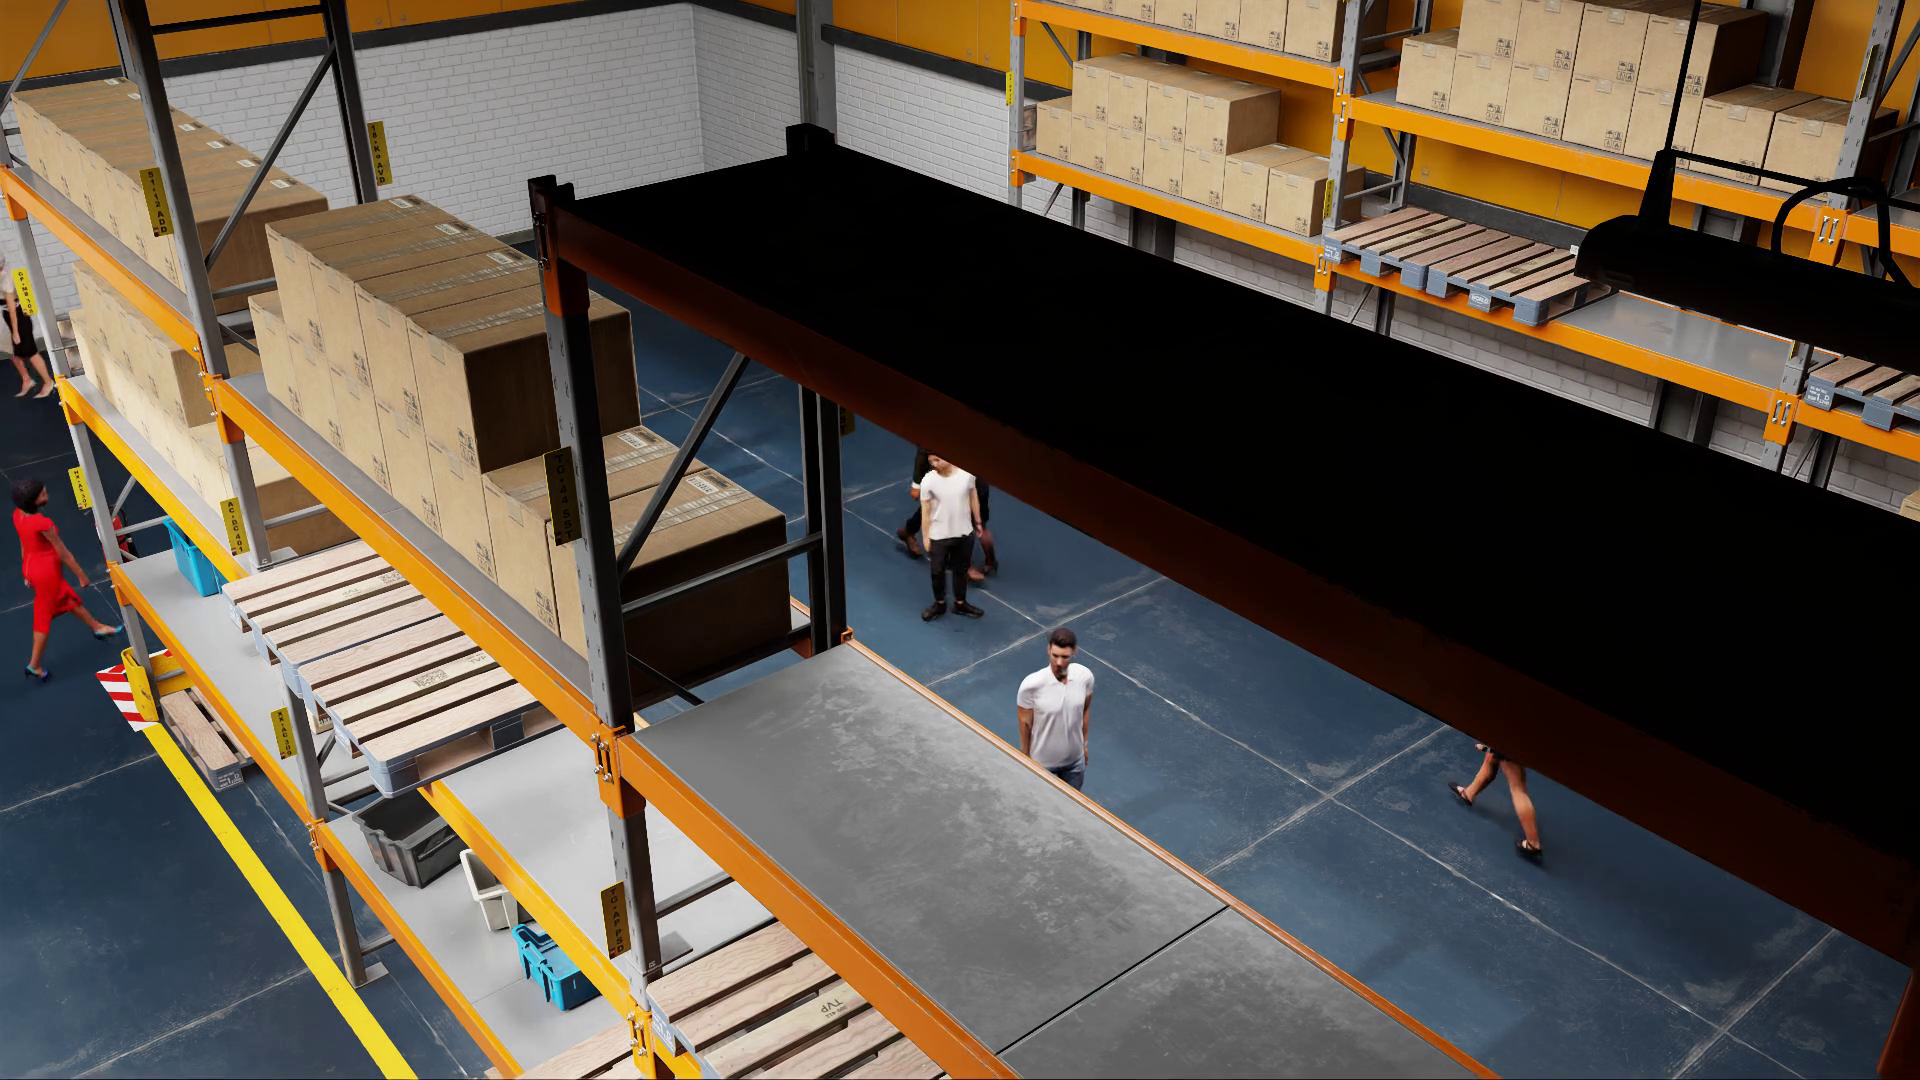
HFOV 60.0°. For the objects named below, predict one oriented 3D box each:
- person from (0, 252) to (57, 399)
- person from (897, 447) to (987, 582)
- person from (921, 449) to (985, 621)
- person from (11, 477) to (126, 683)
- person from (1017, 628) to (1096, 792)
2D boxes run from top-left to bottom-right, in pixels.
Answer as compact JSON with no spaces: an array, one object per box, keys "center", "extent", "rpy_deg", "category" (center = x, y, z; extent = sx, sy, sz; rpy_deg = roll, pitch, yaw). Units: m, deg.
[{"center":[-10.084,-2.324,17.891],"extent":[0.743,1.725,0.633],"rpy_deg":[-16,33,-27],"category":"person"},{"center":[-0.233,-0.576,14.556],"extent":[1.364,1.850,0.912],"rpy_deg":[22,36,35],"category":"person"},{"center":[-0.056,-0.100,13.847],"extent":[0.753,1.694,0.654],"rpy_deg":[-18,33,-29],"category":"person"},{"center":[-7.225,0.359,13.002],"extent":[1.110,1.697,0.892],"rpy_deg":[15,32,25],"category":"person"},{"center":[0.627,1.384,10.951],"extent":[0.750,1.862,0.715],"rpy_deg":[-8,30,-15],"category":"person"}]
